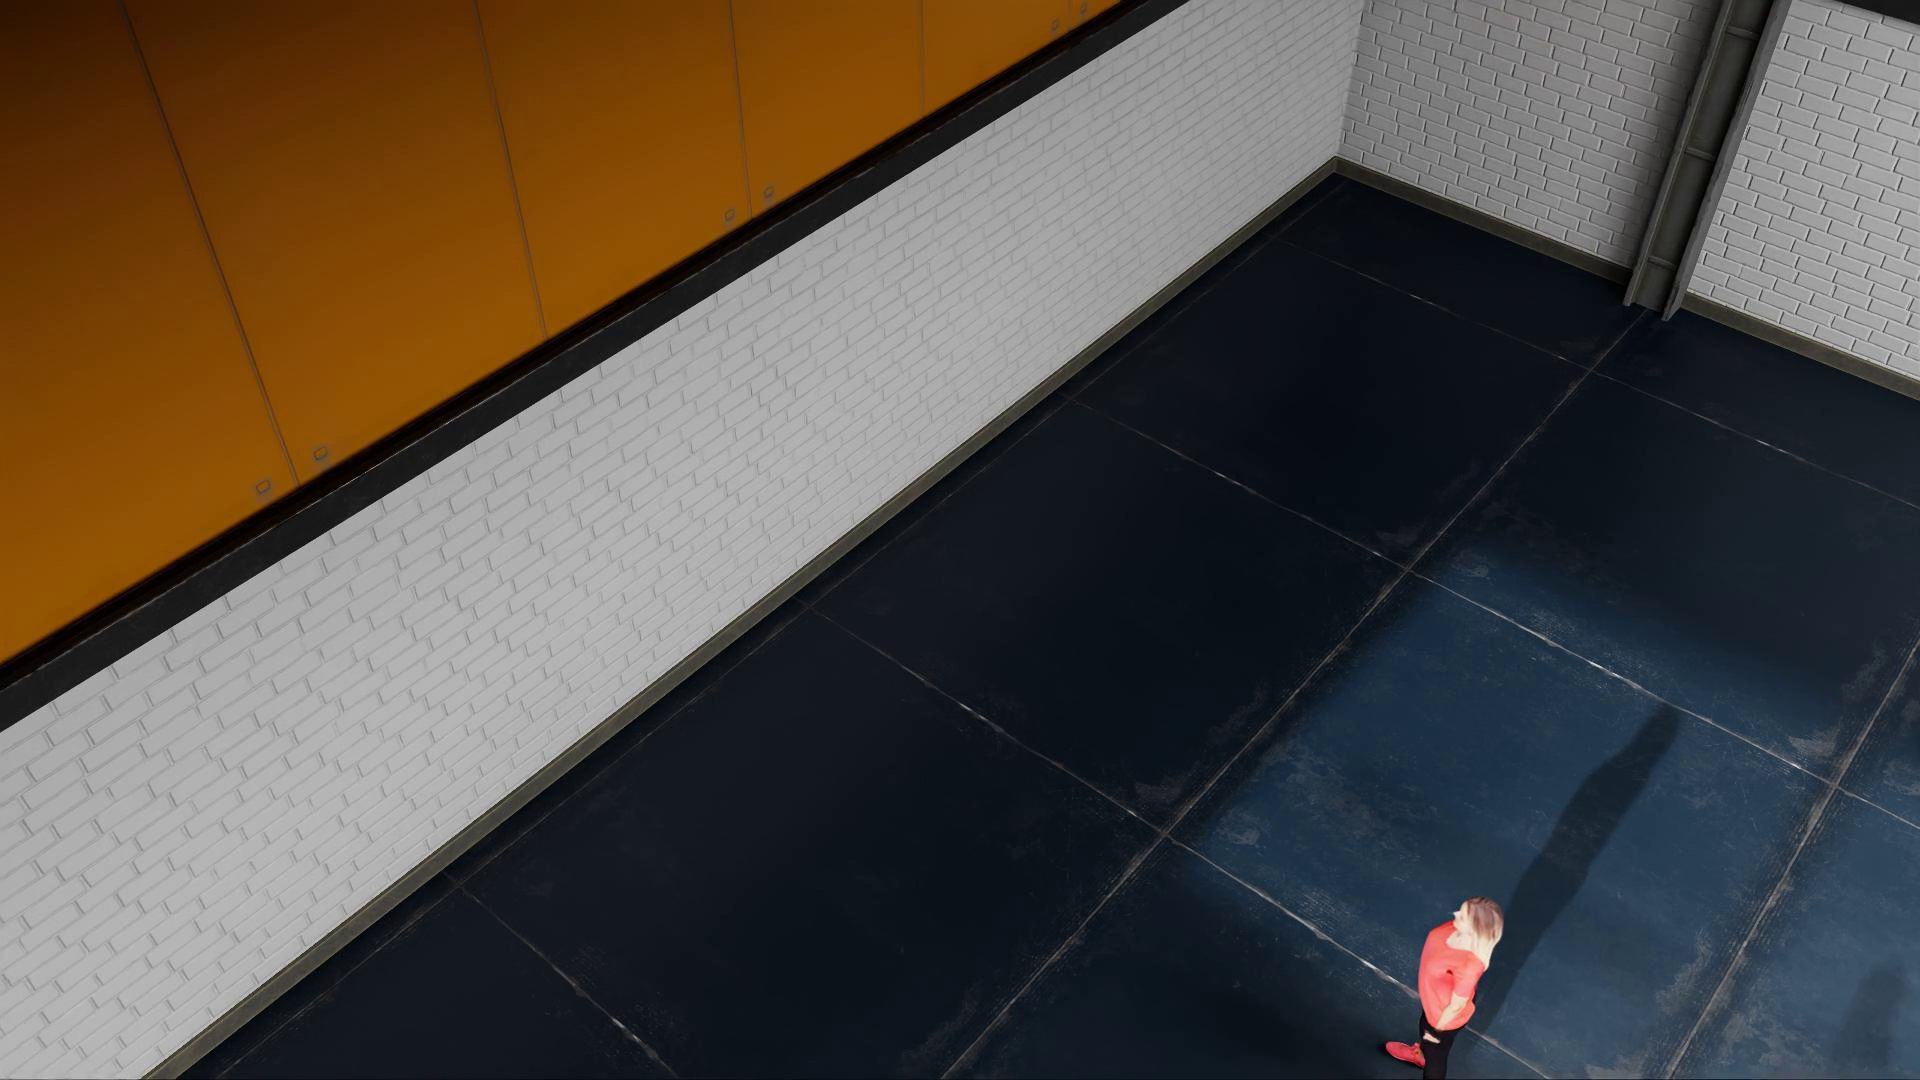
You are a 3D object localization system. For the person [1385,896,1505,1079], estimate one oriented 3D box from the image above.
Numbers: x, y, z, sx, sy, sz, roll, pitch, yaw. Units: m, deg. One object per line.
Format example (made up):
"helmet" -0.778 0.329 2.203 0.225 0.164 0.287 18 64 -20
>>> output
"person" 2.448 2.311 8.363 0.674 1.694 0.671 9 44 9
